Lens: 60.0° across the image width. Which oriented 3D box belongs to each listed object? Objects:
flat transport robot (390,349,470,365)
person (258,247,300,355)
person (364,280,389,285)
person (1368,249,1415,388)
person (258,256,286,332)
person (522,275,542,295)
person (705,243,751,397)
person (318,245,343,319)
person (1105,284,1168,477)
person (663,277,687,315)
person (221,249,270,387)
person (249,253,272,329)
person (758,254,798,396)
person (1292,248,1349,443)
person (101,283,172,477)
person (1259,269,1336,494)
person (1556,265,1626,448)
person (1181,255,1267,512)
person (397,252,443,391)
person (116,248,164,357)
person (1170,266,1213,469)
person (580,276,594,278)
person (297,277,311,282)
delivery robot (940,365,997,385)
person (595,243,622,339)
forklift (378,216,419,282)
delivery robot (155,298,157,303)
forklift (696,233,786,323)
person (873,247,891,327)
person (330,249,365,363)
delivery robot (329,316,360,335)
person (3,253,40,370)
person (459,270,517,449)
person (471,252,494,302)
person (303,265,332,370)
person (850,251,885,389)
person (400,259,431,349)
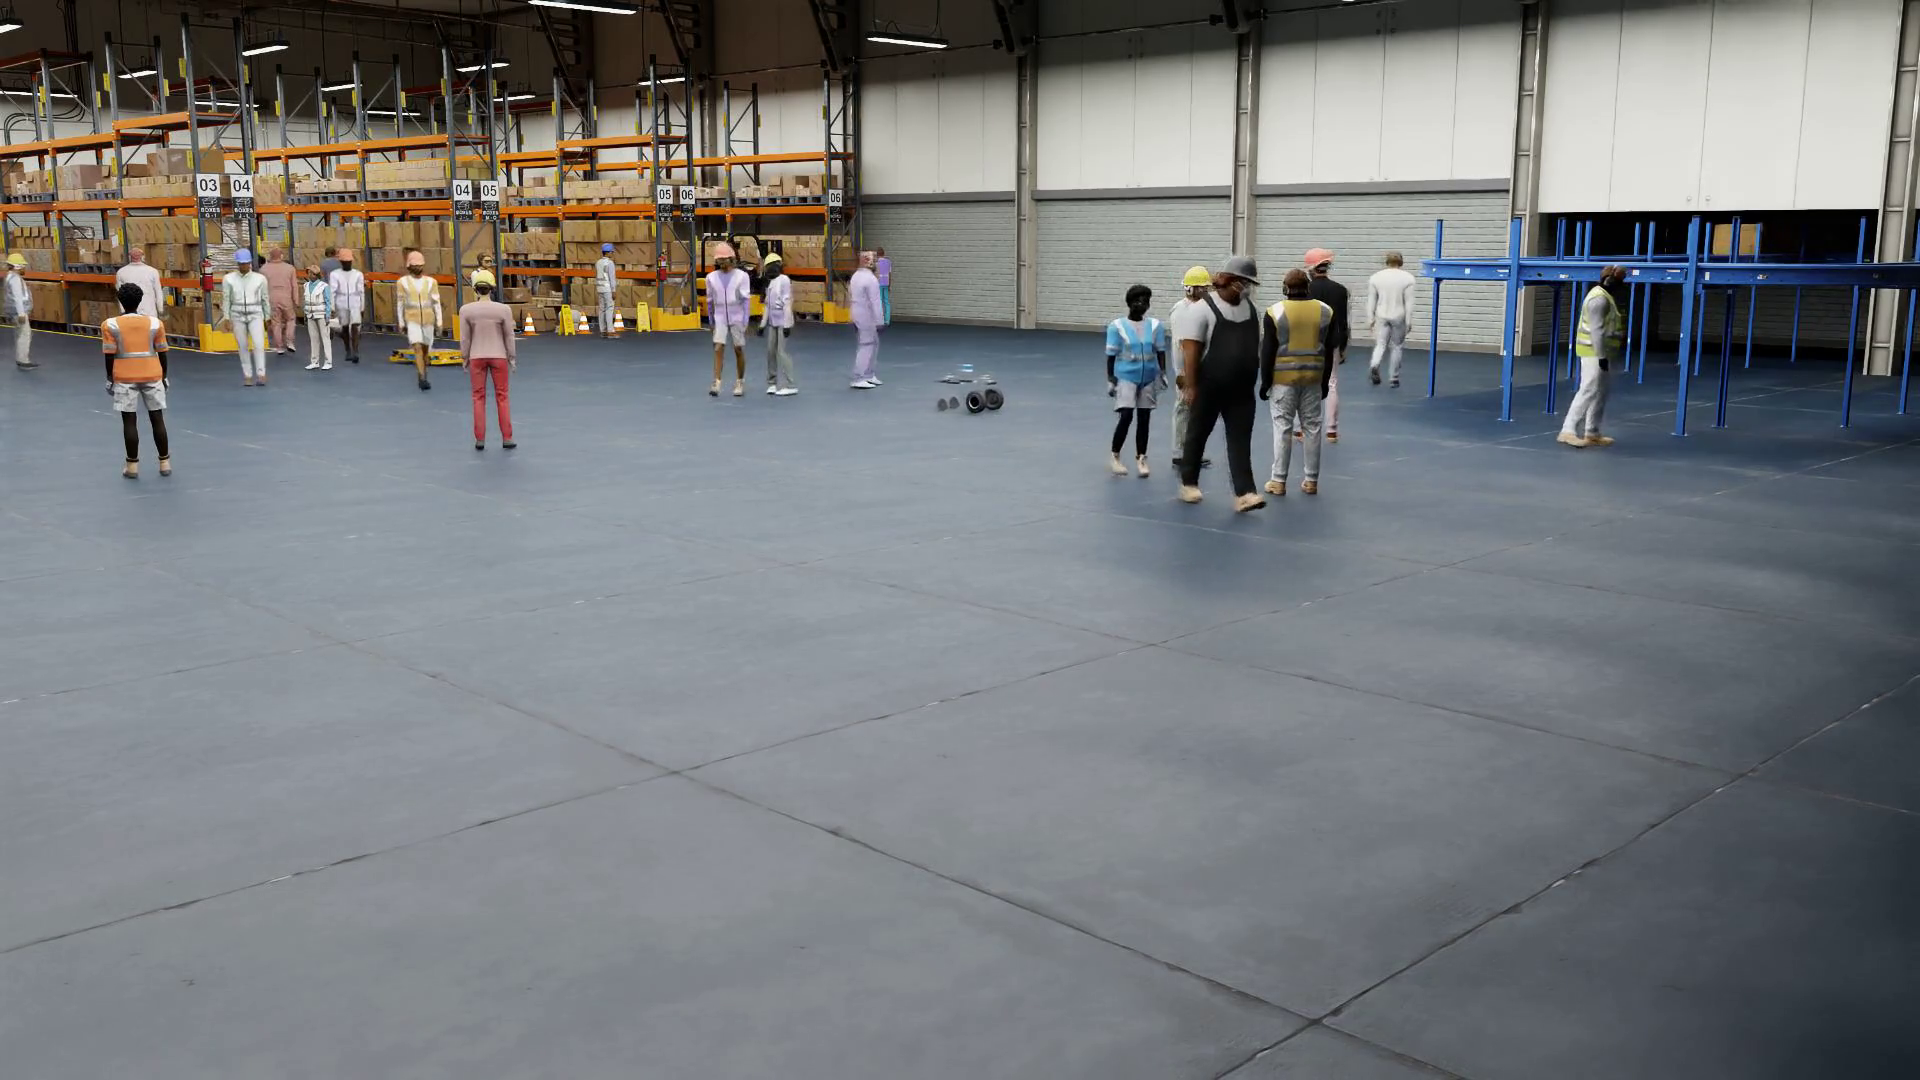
[{"bbox_3d":[-8.788,-3.062,27.672,1.431,0.197,0.652,8,13,36],"label":"flat transport robot"},{"bbox_3d":[-12.151,-4.277,29.742,0.672,1.890,0.584,-3,11,-13],"label":"person"},{"bbox_3d":[-15.153,-6.727,43.209,0.649,1.866,0.441,-3,11,-14],"label":"person"},{"bbox_3d":[5.972,-3.069,23.107,0.633,1.919,0.738,6,12,29],"label":"person"},{"bbox_3d":[-15.113,-5.333,36.167,0.854,1.640,0.550,4,11,20],"label":"person"},{"bbox_3d":[-11.814,-7.211,45.895,0.429,1.841,0.634,8,13,38],"label":"person"},{"bbox_3d":[-3.035,-2.853,21.715,0.626,1.993,1.019,1,10,5],"label":"person"},{"bbox_3d":[-13.486,-5.395,35.861,0.639,1.903,0.998,-9,14,-41],"label":"person"},{"bbox_3d":[1.556,-1.398,14.615,0.541,1.691,0.460,-4,11,-23],"label":"person"},{"bbox_3d":[-7.385,-6.673,42.943,0.664,1.842,0.407,-8,13,-36],"label":"person"},{"bbox_3d":[-9.969,-3.086,23.228,0.608,1.902,0.948,-3,11,-18],"label":"person"},{"bbox_3d":[-15.672,-5.648,37.258,0.887,1.879,0.612,9,13,39],"label":"person"},{"bbox_3d":[-2.412,-2.884,22.238,0.390,1.867,0.654,-6,12,-31],"label":"person"},{"bbox_3d":[3.675,-2.007,17.176,0.676,1.974,0.545,-2,11,-12],"label":"person"},{"bbox_3d":[-7.248,-1.411,14.657,0.537,1.695,0.317,-8,13,-37],"label":"person"},{"bbox_3d":[2.753,-1.300,13.680,0.621,1.837,0.429,-2,11,-9],"label":"person"},{"bbox_3d":[6.325,-1.830,16.633,0.538,1.819,0.806,5,12,26],"label":"person"},{"bbox_3d":[2.048,-1.243,12.922,0.717,2.000,1.061,-4,11,-21],"label":"person"},{"bbox_3d":[-7.417,-3.011,22.878,0.561,1.884,0.980,-5,12,-27],"label":"person"},{"bbox_3d":[-13.087,-3.705,26.606,0.652,1.904,0.403,-3,11,-17],"label":"person"},{"bbox_3d":[2.127,-1.566,15.134,0.404,1.830,0.600,6,12,31],"label":"person"},{"bbox_3d":[-10.250,-7.121,45.699,0.483,1.737,0.320,4,11,20],"label":"person"},{"bbox_3d":[-17.874,-7.046,45.091,0.970,1.809,0.520,6,12,29],"label":"person"},{"bbox_3d":[0.103,-2.017,20.234,0.698,0.223,0.335,6,12,31],"label":"delivery robot"},{"bbox_3d":[-7.294,-5.152,34.384,0.402,1.944,0.605,-9,14,-42],"label":"person"},{"bbox_3d":[-17.868,-9.201,54.028,1.873,2.768,1.129,-10,14,-44],"label":"forklift"},{"bbox_3d":[-22.119,-6.484,45.278,0.477,0.478,0.707,9,14,37],"label":"delivery robot"},{"bbox_3d":[-5.496,-6.489,41.108,2.313,2.155,1.214,-10,14,-44],"label":"forklift"},{"bbox_3d":[-1.834,-5.891,38.695,0.564,1.841,0.395,-8,13,-37],"label":"person"},{"bbox_3d":[-10.270,-3.932,27.924,0.557,1.885,1.030,-4,11,-20],"label":"person"},{"bbox_3d":[-12.637,-4.418,34.032,0.707,0.478,0.477,4,11,22],"label":"delivery robot"},{"bbox_3d":[-14.845,-3.603,26.249,0.404,1.829,0.613,-8,13,-36],"label":"person"},{"bbox_3d":[-4.692,-1.793,16.561,0.533,1.765,0.329,-2,11,-9],"label":"person"},{"bbox_3d":[-7.757,-3.769,27.117,0.325,1.842,0.516,3,11,14],"label":"person"},{"bbox_3d":[-10.150,-3.511,26.271,0.511,1.640,0.308,4,11,20],"label":"person"},{"bbox_3d":[-1.233,-3.057,23.124,0.662,1.881,0.673,-5,12,-25],"label":"person"},{"bbox_3d":[-9.239,-3.926,28.241,0.534,1.755,0.389,1,10,3],"label":"person"}]
